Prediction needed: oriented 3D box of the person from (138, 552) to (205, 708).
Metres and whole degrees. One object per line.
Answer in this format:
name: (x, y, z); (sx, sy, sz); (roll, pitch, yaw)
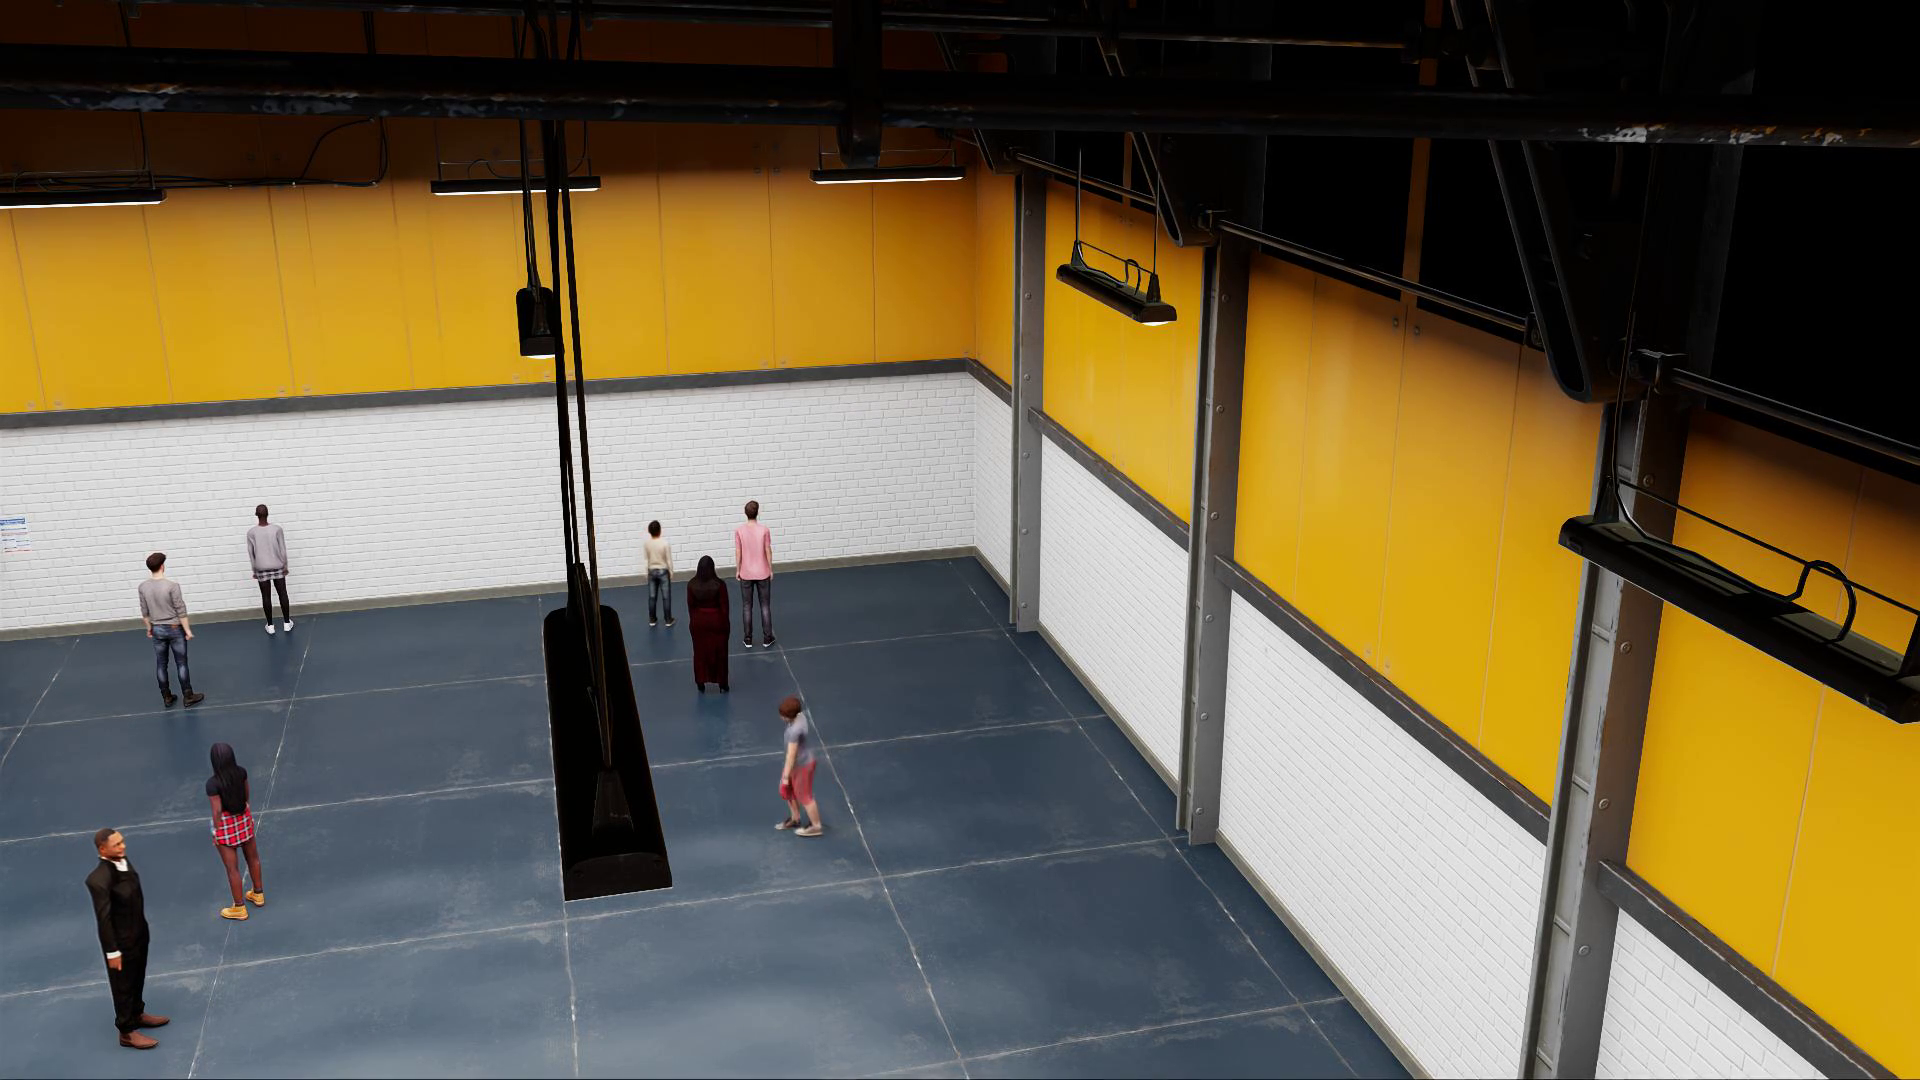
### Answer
person: (-9.439, 1.071, 19.801); (0.742, 1.904, 0.687); (0, 19, 1)

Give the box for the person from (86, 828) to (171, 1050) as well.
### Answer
person: (-6.788, 3.195, 13.494); (0.810, 1.904, 0.600); (-2, 19, -5)

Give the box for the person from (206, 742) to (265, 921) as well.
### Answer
person: (-6.708, 2.658, 15.362); (0.779, 1.729, 0.703); (7, 20, 20)

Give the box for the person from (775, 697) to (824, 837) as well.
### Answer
person: (-1.568, 2.271, 16.705); (0.775, 1.604, 0.699); (2, 19, 5)

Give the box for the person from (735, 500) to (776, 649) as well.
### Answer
person: (-2.673, 0.438, 21.595); (0.676, 1.957, 0.599); (-1, 19, -4)

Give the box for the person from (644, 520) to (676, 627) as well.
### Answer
person: (-4.051, 0.450, 22.337); (0.601, 1.461, 0.614); (3, 19, 7)

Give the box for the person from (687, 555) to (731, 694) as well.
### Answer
person: (-3.039, 1.023, 20.171); (0.732, 1.758, 0.709); (1, 19, 4)

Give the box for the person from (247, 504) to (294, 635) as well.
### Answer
person: (-9.171, 0.369, 22.092); (0.647, 1.772, 0.573); (-8, 20, -22)
